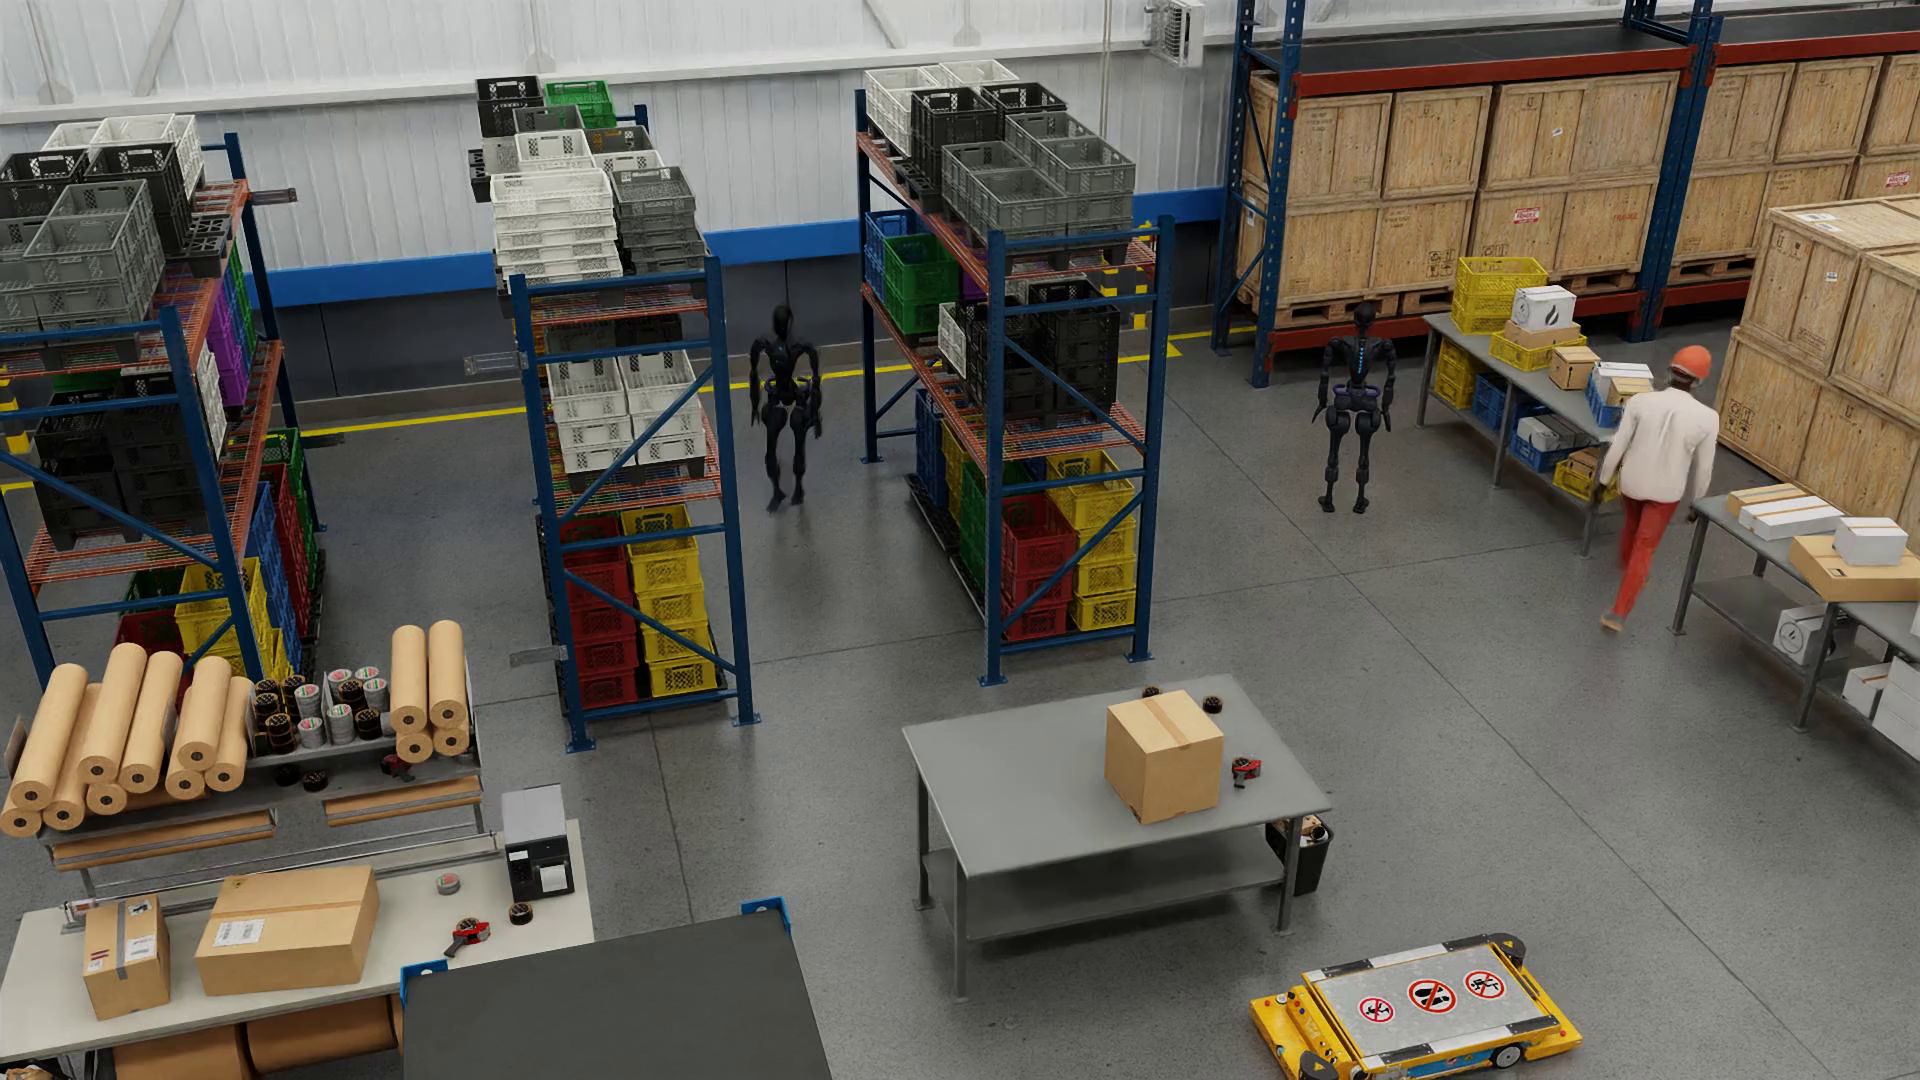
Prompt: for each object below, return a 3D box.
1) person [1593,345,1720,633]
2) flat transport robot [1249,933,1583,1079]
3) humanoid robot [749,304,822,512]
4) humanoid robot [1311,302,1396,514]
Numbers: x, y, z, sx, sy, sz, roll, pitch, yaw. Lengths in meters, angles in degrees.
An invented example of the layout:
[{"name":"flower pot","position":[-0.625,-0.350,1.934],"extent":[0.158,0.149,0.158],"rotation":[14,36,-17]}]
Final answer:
[{"name":"person","position":[4.607,-0.348,11.081],"extent":[0.676,1.930,0.984],"rotation":[22,36,34]},{"name":"flat transport robot","position":[2.184,2.282,7.980],"extent":[1.431,0.197,0.652],"rotation":[-8,30,-14]},{"name":"humanoid robot","position":[-1.324,-0.982,12.499],"extent":[0.588,1.642,0.551],"rotation":[3,29,5]},{"name":"humanoid robot","position":[2.959,-1.000,12.504],"extent":[0.589,1.657,0.327],"rotation":[4,29,7]}]
